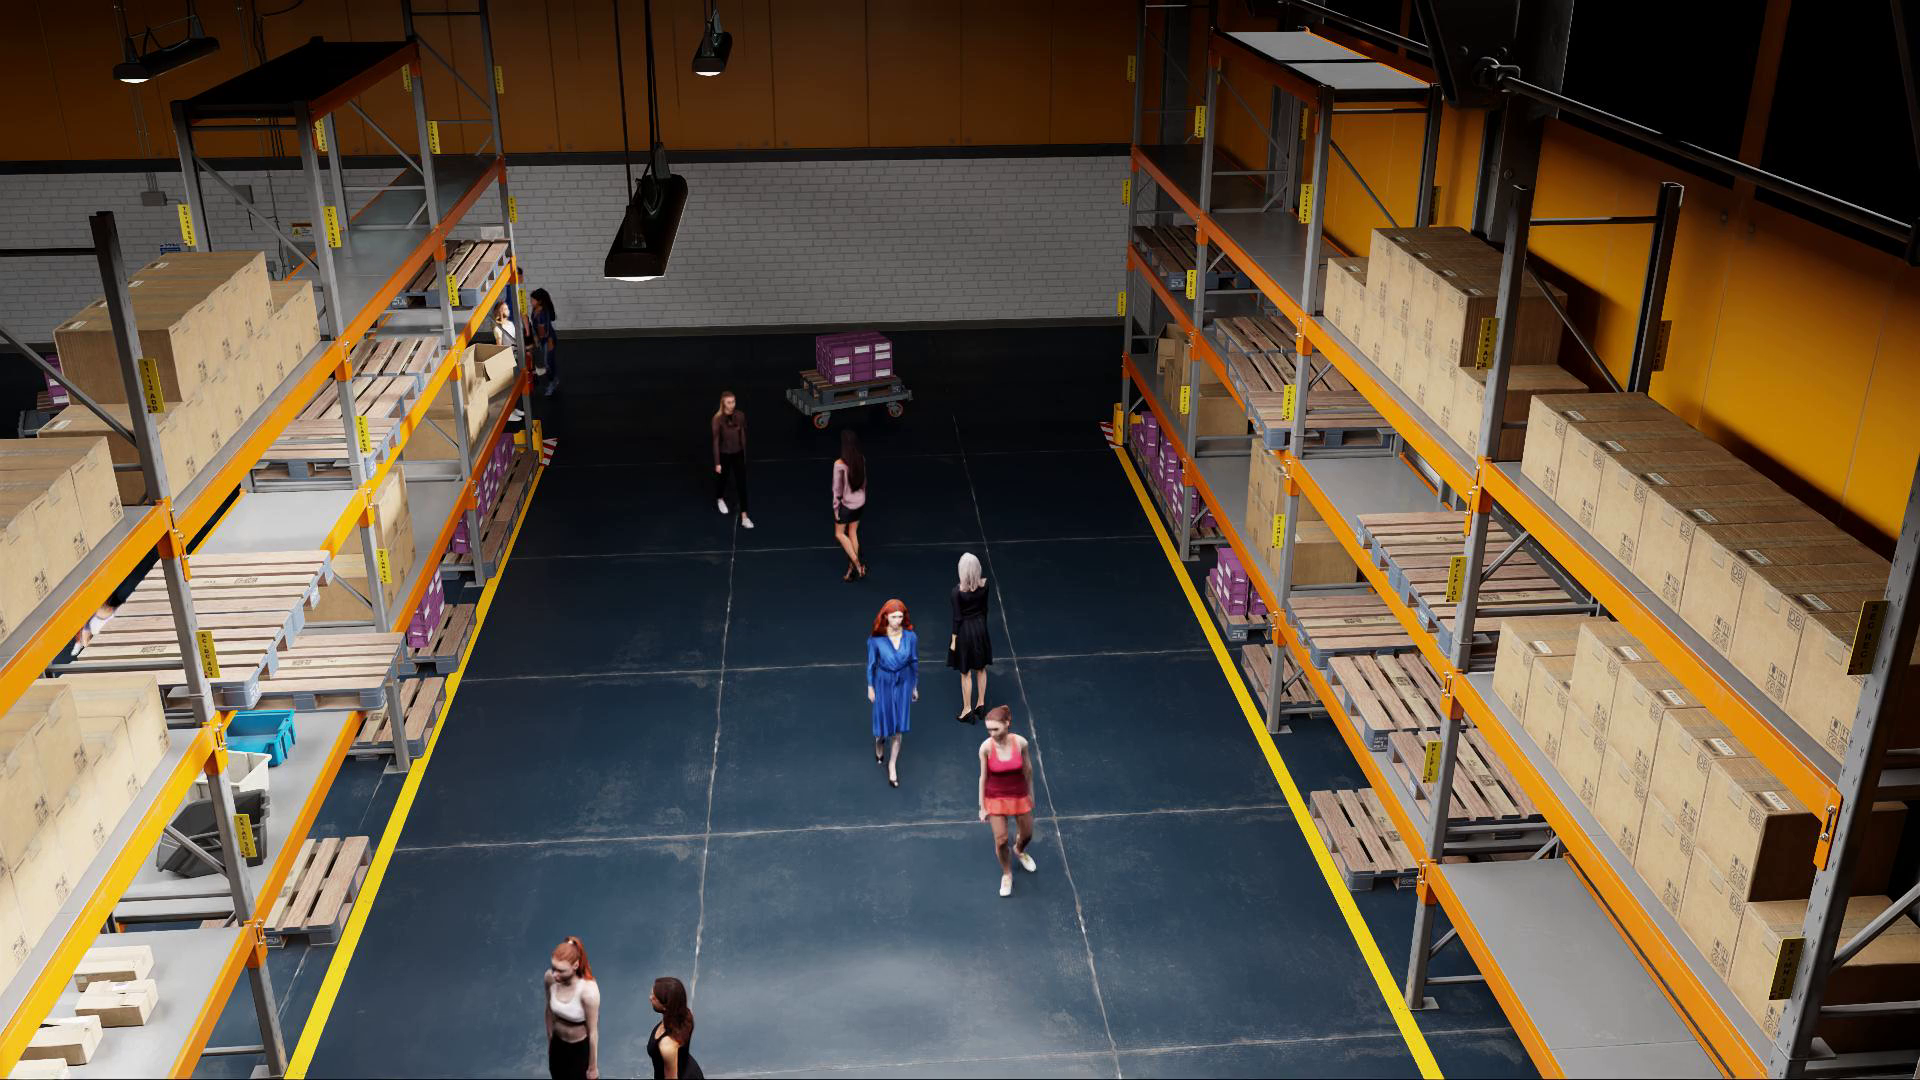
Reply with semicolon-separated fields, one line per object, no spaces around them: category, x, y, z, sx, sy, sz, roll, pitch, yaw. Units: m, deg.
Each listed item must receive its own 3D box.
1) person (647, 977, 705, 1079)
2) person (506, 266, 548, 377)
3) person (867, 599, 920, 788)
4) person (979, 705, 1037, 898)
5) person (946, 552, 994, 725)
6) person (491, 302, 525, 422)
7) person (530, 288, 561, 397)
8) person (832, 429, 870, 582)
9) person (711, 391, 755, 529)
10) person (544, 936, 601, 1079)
person;-1.727;3.374;10.185;0.672;1.688;0.524;1;24;2
person;-6.724;-3.261;25.200;1.054;1.819;1.091;17;29;34
person;-0.606;1.310;14.747;0.692;1.815;0.814;-6;24;-14
person;0.388;2.043;13.186;0.645;1.723;0.767;-7;24;-15
person;0.094;0.924;15.717;0.697;1.747;0.722;-16;28;-33
person;-6.451;-2.553;23.699;0.721;1.723;0.546;2;24;5
person;-6.149;-2.970;24.790;0.807;1.613;0.743;-22;32;-40
person;-1.159;-0.327;18.517;0.848;1.795;0.922;-21;31;-39
person;-2.835;-1.017;20.262;0.961;1.661;1.209;-14;27;-29
person;-2.367;3.196;10.541;0.884;1.729;0.974;16;28;32
